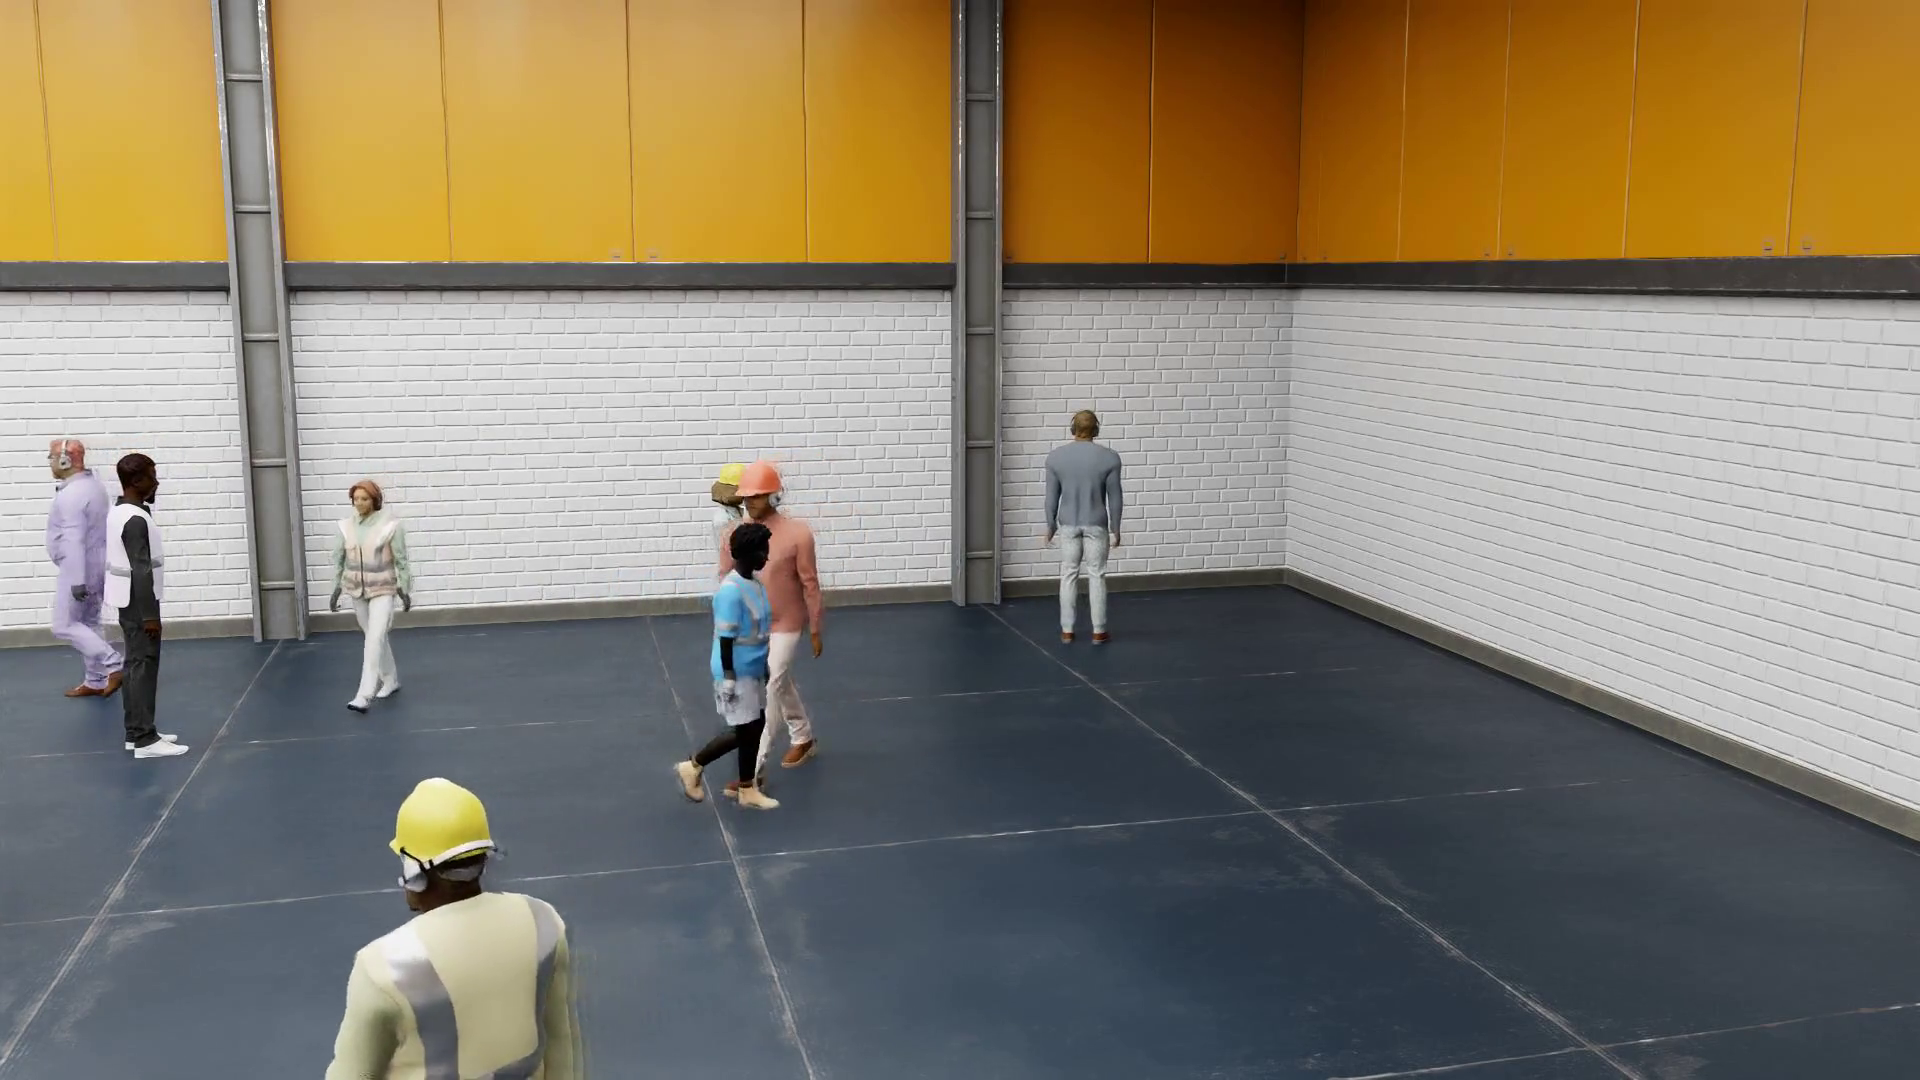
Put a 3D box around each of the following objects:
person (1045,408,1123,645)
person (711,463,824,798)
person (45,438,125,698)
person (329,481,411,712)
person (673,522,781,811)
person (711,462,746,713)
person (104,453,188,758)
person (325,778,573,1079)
[{"bbox_3d":[1.014,-0.107,13.625,0.635,1.937,0.352,2,9,11],"label":"person"},{"bbox_3d":[-1.140,0.491,9.926,0.632,1.938,1.041,5,10,29],"label":"person"},{"bbox_3d":[-6.199,0.215,11.784,0.476,1.893,0.649,-1,9,-9],"label":"person"},{"bbox_3d":[-4.144,0.383,11.626,0.541,1.587,0.846,2,9,10],"label":"person"},{"bbox_3d":[-1.289,0.731,9.294,0.511,1.648,0.564,2,9,10],"label":"person"},{"bbox_3d":[-1.561,0.329,11.522,0.302,1.742,0.486,0,9,2],"label":"person"},{"bbox_3d":[-5.166,0.410,10.469,0.374,1.916,0.598,-6,11,-35],"label":"person"},{"bbox_3d":[-1.304,1.481,4.200,0.926,1.784,0.600,6,11,34],"label":"person"}]
